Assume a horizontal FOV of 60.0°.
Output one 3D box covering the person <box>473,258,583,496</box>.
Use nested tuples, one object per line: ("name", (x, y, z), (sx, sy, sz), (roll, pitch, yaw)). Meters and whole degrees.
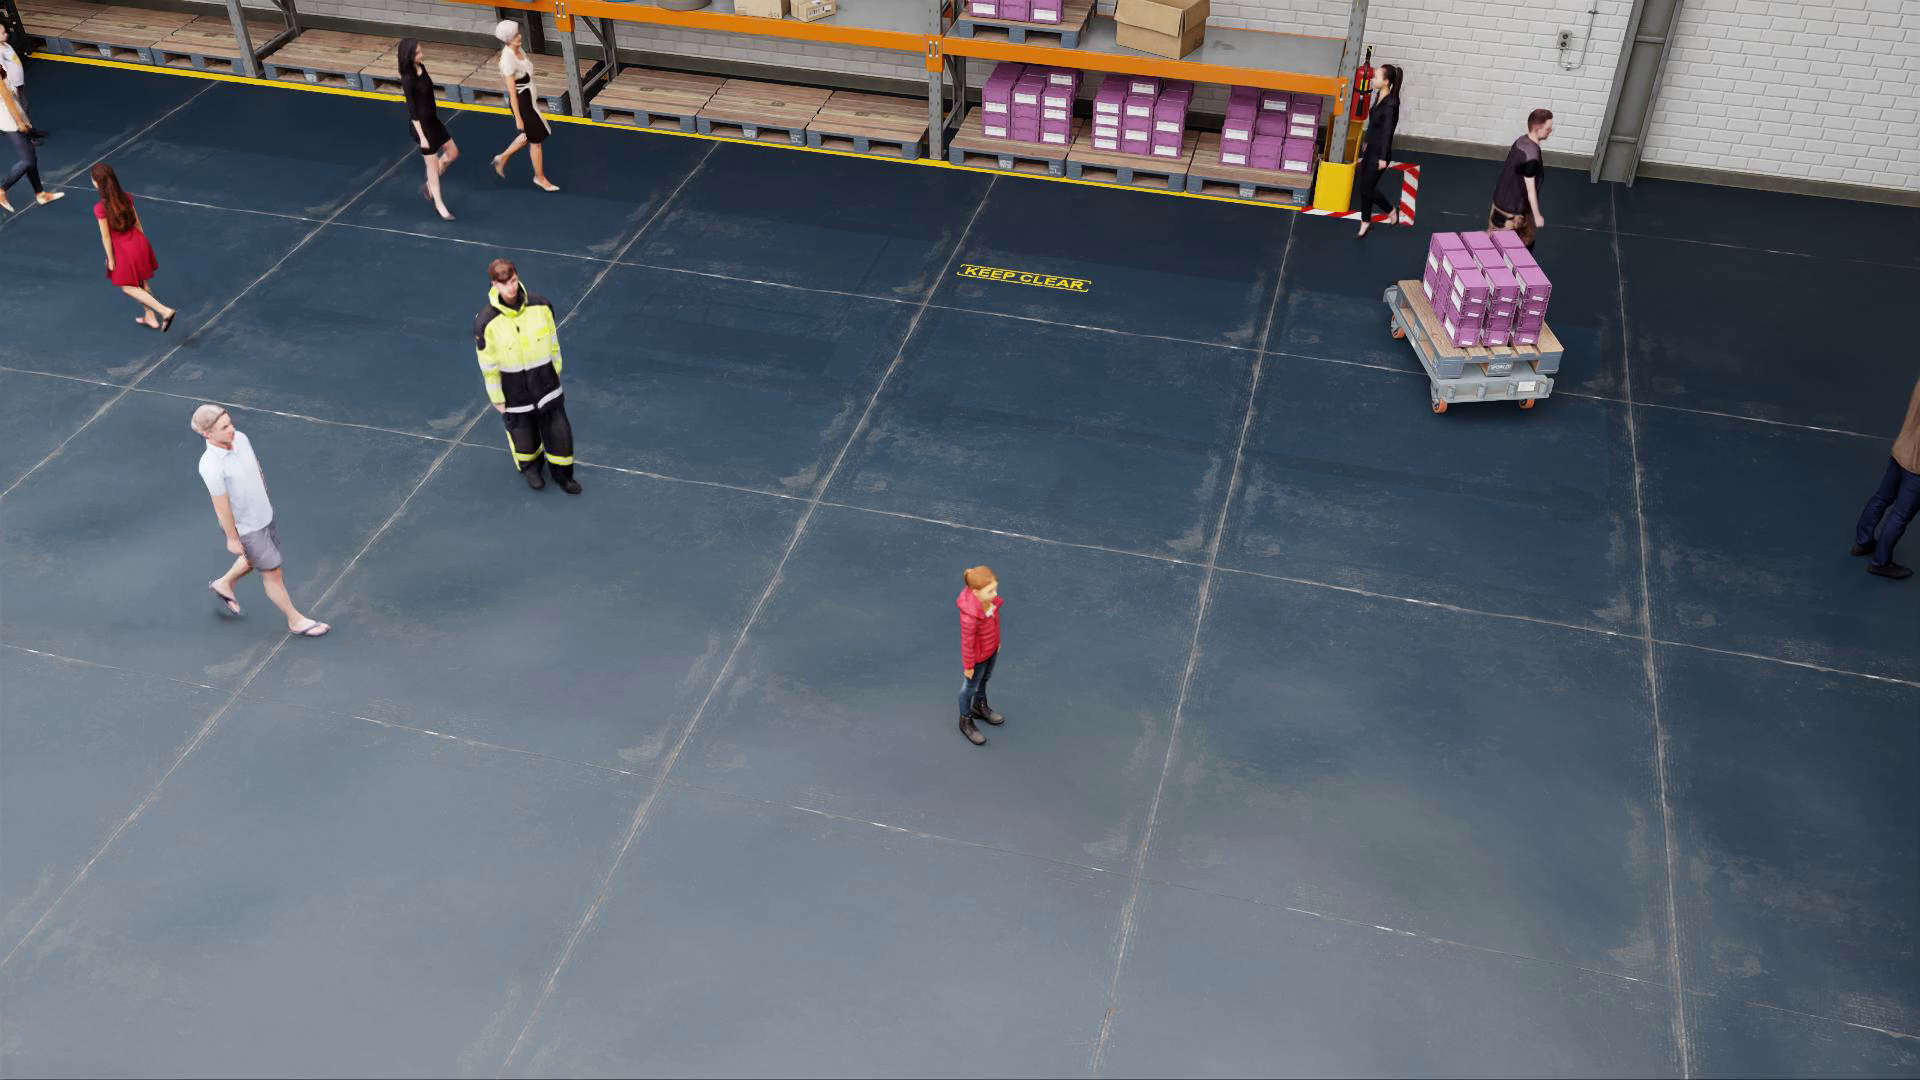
("person", (-3.219, -1.234, 12.172), (0.993, 1.962, 1.048), (-23, 44, -26))

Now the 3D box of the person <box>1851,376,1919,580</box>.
("person", (6.582, -0.584, 11.417), (0.677, 1.888, 0.716), (-1, 39, -2))

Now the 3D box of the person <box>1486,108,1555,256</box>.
("person", (4.655, -2.867, 14.339), (0.956, 1.810, 0.672), (9, 39, 11))

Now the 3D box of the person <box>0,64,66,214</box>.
("person", (-9.050, -3.914, 15.684), (0.923, 1.768, 0.929), (-30, 48, -32))

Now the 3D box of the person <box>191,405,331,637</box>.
("person", (-4.743, -0.123, 10.903), (1.115, 1.810, 0.759), (4, 39, 5))

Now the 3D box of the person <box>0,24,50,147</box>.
("person", (-9.709, -4.683, 17.042), (0.589, 1.274, 0.563), (-6, 39, -7))

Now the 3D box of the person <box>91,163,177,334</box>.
("person", (-6.961, -2.424, 14.001), (0.835, 1.539, 0.605), (15, 41, 18))

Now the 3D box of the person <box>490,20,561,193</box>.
("person", (-4.285, -4.149, 16.007), (0.970, 1.732, 0.792), (-2, 39, -2))

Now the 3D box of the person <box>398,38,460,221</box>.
("person", (-5.067, -3.835, 15.566), (0.706, 1.791, 0.662), (4, 39, 6))

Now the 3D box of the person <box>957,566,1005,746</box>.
("person", (0.119, 0.679, 10.295), (0.576, 1.316, 0.577), (22, 44, 26))

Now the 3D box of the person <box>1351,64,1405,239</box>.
("person", (3.907, -3.533, 15.264), (0.810, 1.696, 0.723), (-3, 39, -3))
